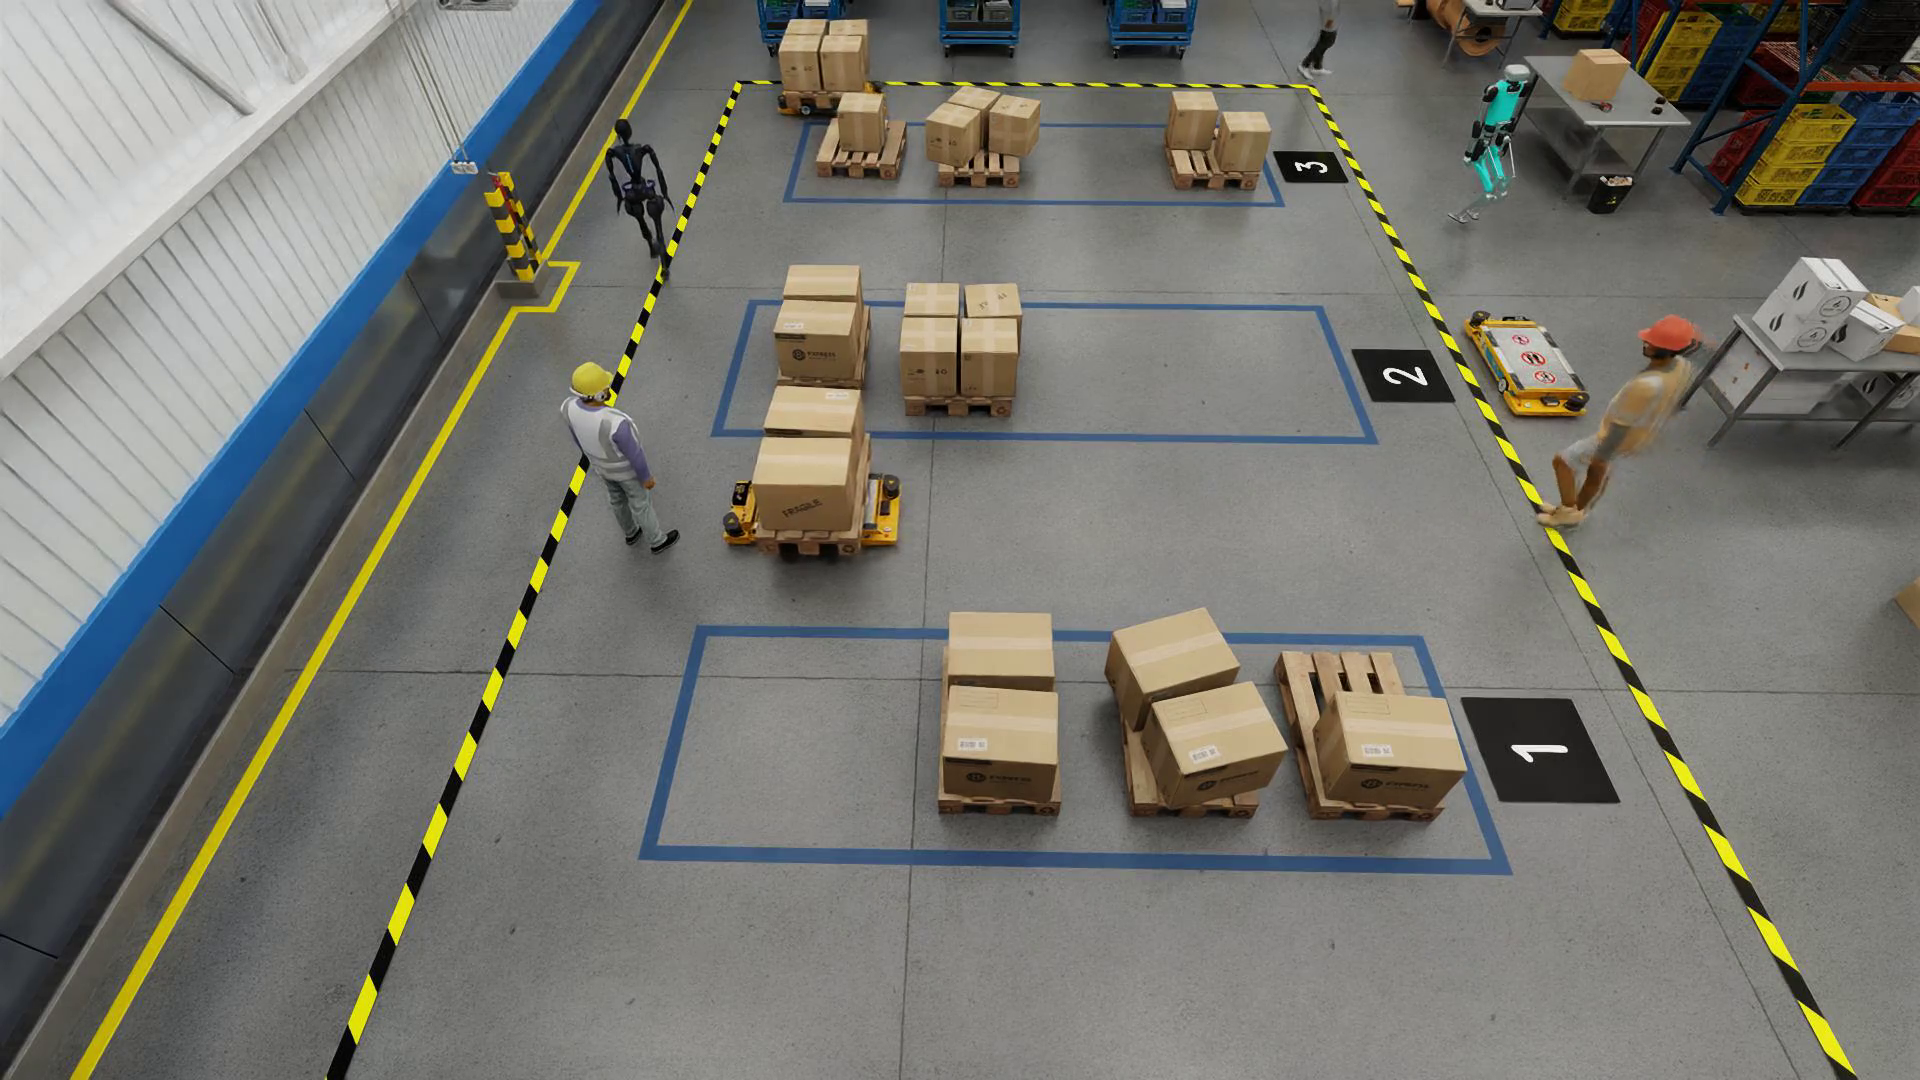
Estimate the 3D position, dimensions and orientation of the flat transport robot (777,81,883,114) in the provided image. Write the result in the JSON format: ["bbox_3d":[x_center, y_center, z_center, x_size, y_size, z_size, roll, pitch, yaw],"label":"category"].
[{"bbox_3d":[-1.824,-6.253,12.927,1.431,0.197,0.652,1,49,1],"label":"flat transport robot"}]

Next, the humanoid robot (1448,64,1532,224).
[{"bbox_3d":[5.997,-4.313,10.207,0.533,1.677,0.735,-12,50,-10],"label":"humanoid robot"}]

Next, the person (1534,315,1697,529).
[{"bbox_3d":[5.063,-0.847,7.110,0.631,2.026,0.459,-29,55,-23],"label":"person"}]

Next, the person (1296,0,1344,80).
[{"bbox_3d":[5.283,-7.541,13.029,0.528,1.843,0.600,8,50,7],"label":"person"}]

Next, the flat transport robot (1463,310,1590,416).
[{"bbox_3d":[5.573,-1.757,9.054,0.659,0.231,1.431,1,49,1],"label":"flat transport robot"}]

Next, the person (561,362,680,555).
[{"bbox_3d":[-2.602,-0.601,7.018,0.600,1.830,0.404,21,52,17],"label":"person"}]

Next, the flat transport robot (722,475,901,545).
[{"bbox_3d":[-1.237,-0.271,7.750,1.431,0.197,0.652,1,49,1],"label":"flat transport robot"}]

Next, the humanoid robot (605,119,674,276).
[{"bbox_3d":[-3.405,-3.651,9.794,0.599,1.637,0.764,-7,50,-6],"label":"humanoid robot"}]
